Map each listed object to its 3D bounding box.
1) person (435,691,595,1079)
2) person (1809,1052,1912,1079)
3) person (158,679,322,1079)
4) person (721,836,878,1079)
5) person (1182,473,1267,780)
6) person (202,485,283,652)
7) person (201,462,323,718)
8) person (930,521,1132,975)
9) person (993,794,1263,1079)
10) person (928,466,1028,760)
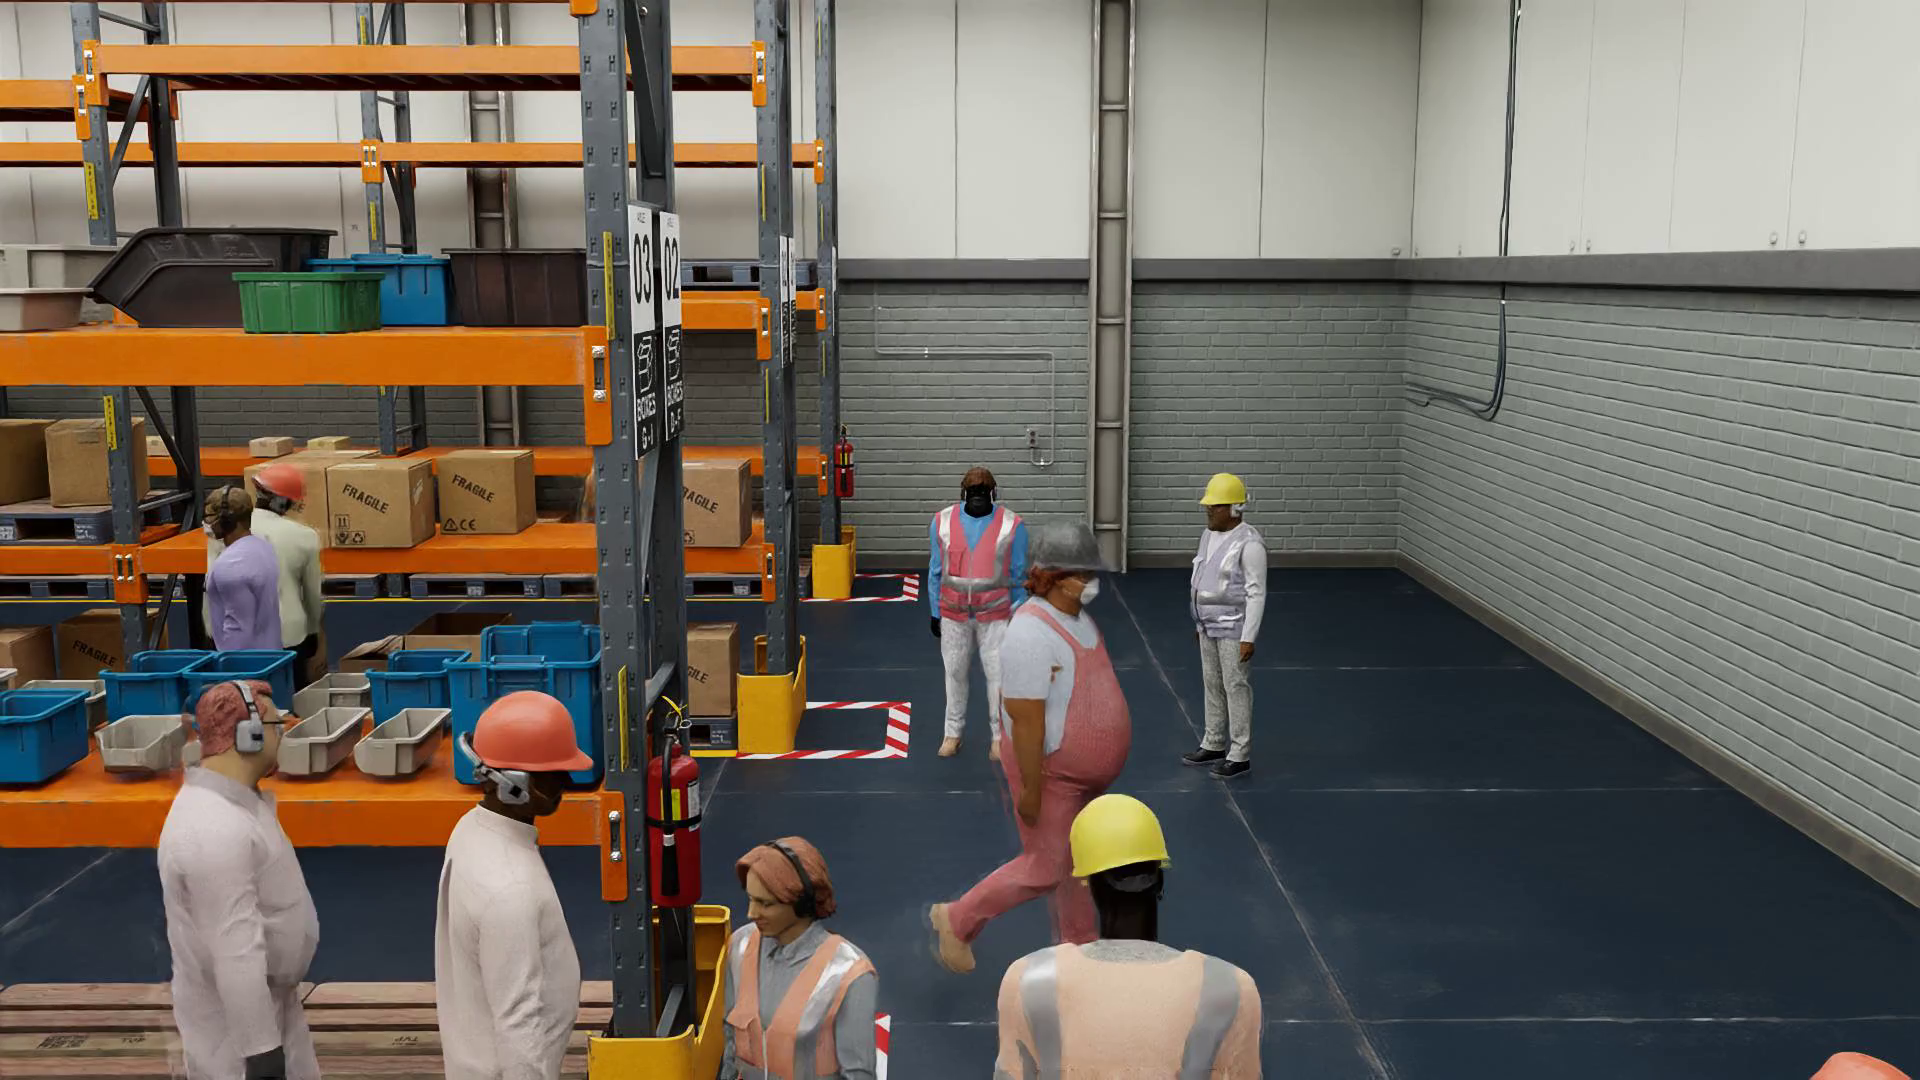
[{"bbox_3d":[-1.130,1.357,4.306,0.408,1.980,0.626,-4,10,-22],"label":"person"},{"bbox_3d":[1.480,1.710,2.817,0.329,1.751,0.569,9,13,44],"label":"person"},{"bbox_3d":[-2.147,1.336,4.768,0.829,1.869,0.654,-3,10,-15],"label":"person"},{"bbox_3d":[-0.400,1.539,4.245,0.528,1.630,0.314,7,12,39],"label":"person"},{"bbox_3d":[1.575,0.509,9.949,0.404,1.828,0.603,-4,10,-23],"label":"person"},{"bbox_3d":[-3.686,0.675,8.598,0.355,1.936,0.637,-1,9,-8],"label":"person"},{"bbox_3d":[-3.958,0.532,9.447,0.644,1.951,0.428,-4,10,-22],"label":"person"},{"bbox_3d":[0.329,0.897,6.928,0.773,2.000,0.694,4,10,21],"label":"person"},{"bbox_3d":[0.368,1.510,3.743,0.596,1.855,0.993,2,9,13],"label":"person"},{"bbox_3d":[0.107,0.453,10.297,0.622,1.837,0.430,2,9,11],"label":"person"}]
